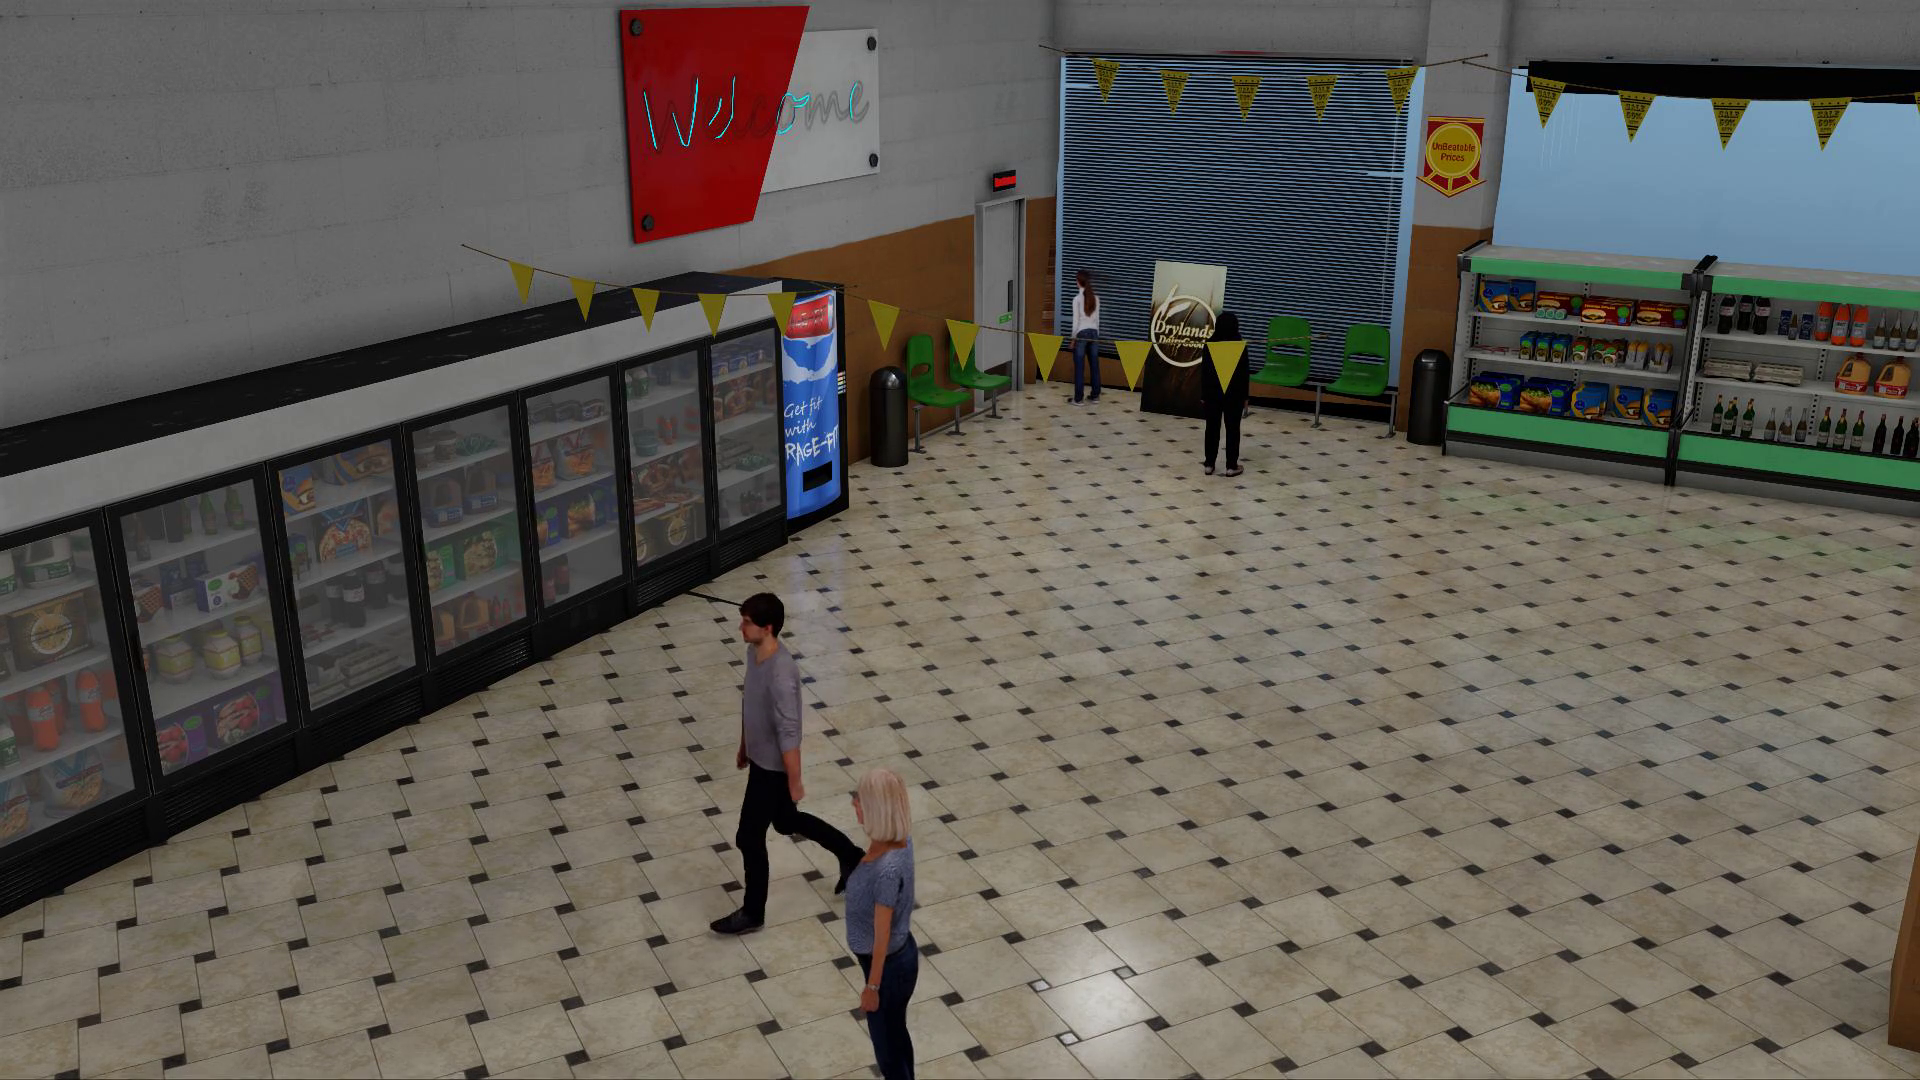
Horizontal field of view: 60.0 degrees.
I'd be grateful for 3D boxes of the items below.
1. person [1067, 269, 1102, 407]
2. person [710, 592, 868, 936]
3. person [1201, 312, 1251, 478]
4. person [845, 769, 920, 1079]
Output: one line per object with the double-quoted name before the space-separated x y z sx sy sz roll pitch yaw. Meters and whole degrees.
"person" 1.435 -2.320 19.021 0.617 1.556 0.648 -10 21 -26
"person" -0.861 1.114 8.433 1.174 1.814 1.128 -5 19 -15
"person" 2.586 -1.427 16.277 0.573 1.617 0.710 9 20 24
"person" -0.284 1.719 6.782 0.660 1.722 0.637 -1 19 -2
